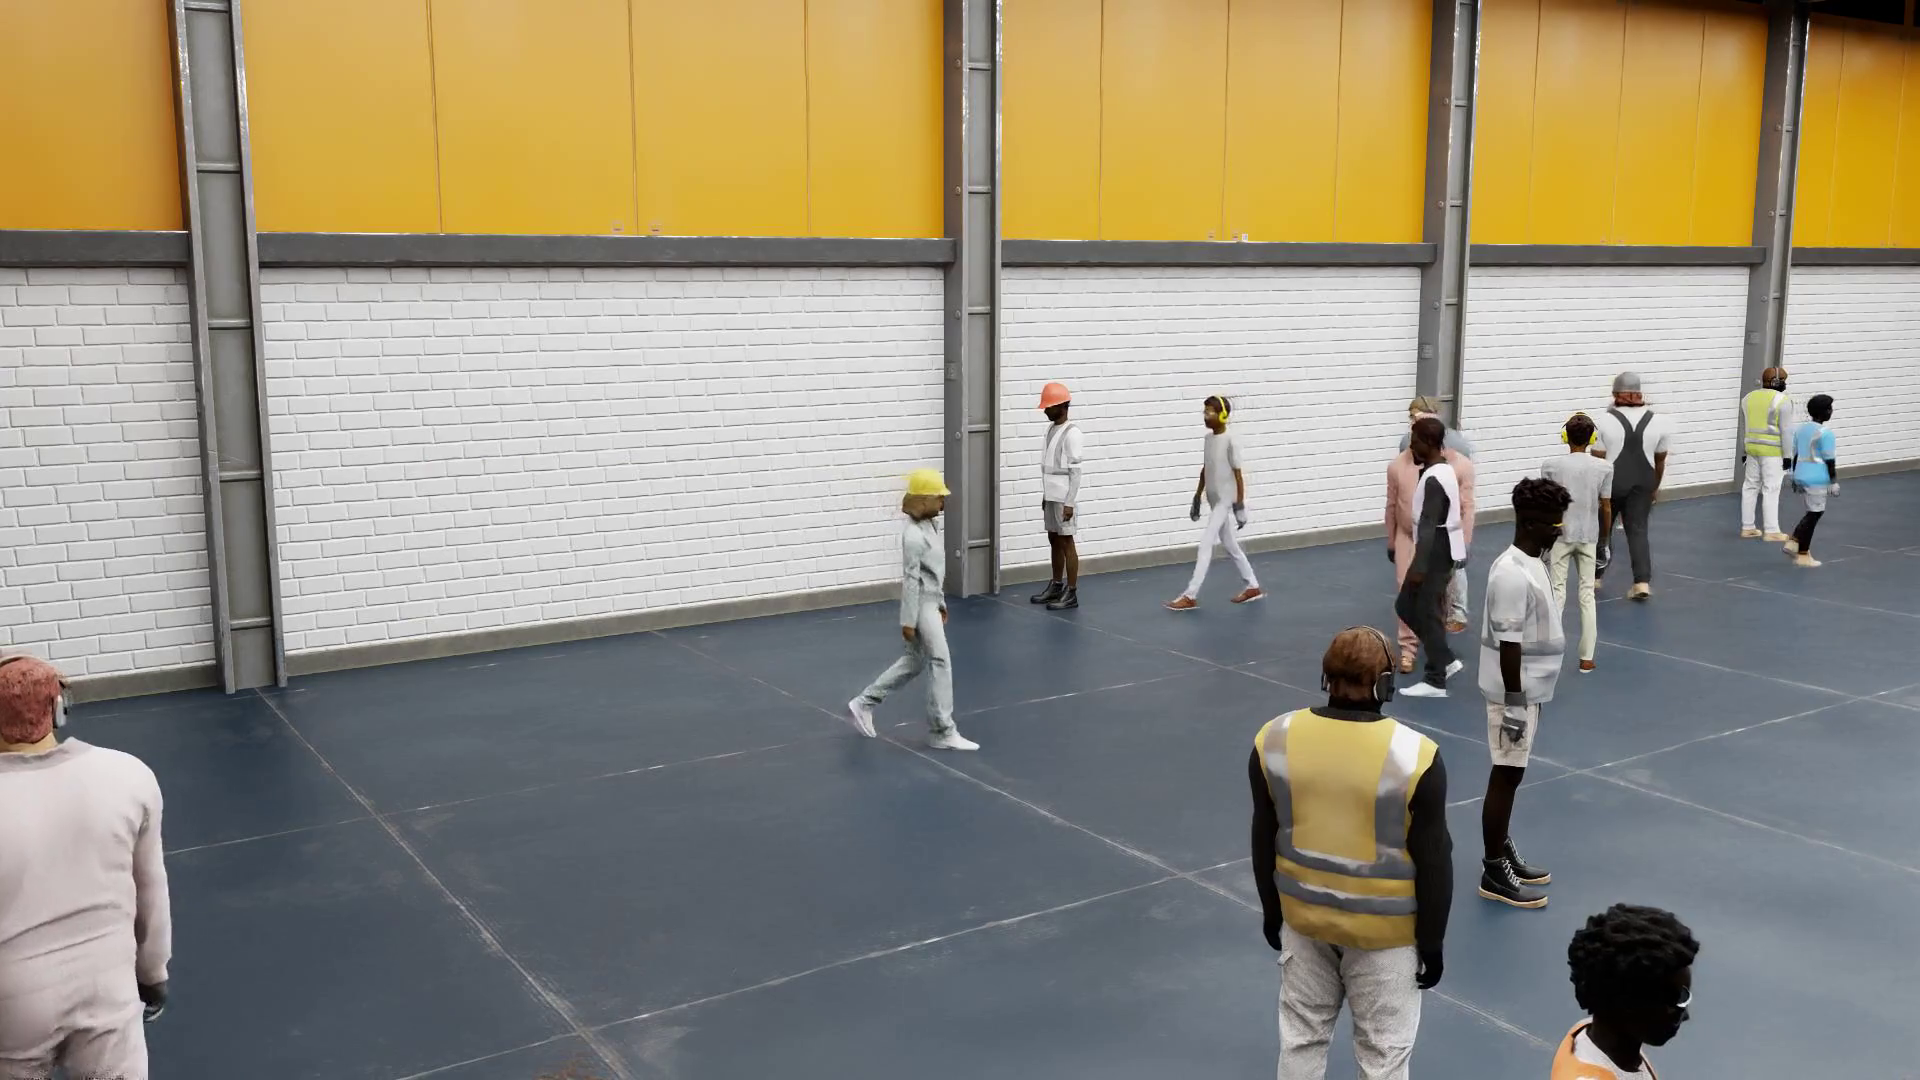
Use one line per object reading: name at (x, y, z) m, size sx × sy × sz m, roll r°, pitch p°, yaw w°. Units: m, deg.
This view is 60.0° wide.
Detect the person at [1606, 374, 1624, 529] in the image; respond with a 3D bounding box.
person at (7.126, -0.940, 18.114) m, size 0.870 × 1.726 × 0.543 m, roll -2°, pitch 10°, yaw -13°

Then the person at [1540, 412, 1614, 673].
person at (4.391, 0.020, 11.901) m, size 0.512 × 1.872 × 0.328 m, roll 2°, pitch 10°, yaw 12°

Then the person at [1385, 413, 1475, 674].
person at (3.426, -0.018, 12.160) m, size 0.636 × 1.862 × 0.982 m, roll 3°, pitch 10°, yaw 20°

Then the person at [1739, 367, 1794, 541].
person at (8.551, -0.912, 17.615) m, size 0.430 × 1.840 × 0.621 m, roll -4°, pitch 10°, yaw -21°

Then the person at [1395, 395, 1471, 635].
person at (3.702, -0.190, 13.124) m, size 0.597 × 1.902 × 0.636 m, roll -9°, pitch 13°, yaw -42°

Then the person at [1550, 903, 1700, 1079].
person at (1.264, 1.534, 3.300) m, size 0.321 × 1.696 × 0.530 m, roll 4°, pitch 10°, yaw 21°

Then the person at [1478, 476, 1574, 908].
person at (2.580, 0.680, 7.649) m, size 0.368 × 1.961 × 0.603 m, roll 4°, pitch 10°, yaw 24°

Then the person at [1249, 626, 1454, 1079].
person at (1.198, 1.168, 5.090) m, size 0.623 × 1.839 × 0.429 m, roll 6°, pitch 11°, yaw 33°

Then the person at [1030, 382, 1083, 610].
person at (0.824, -0.372, 14.088) m, size 0.368 × 1.929 × 0.542 m, roll -4°, pitch 10°, yaw -22°

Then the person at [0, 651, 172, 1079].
person at (-2.506, 1.239, 4.588) m, size 0.738 × 1.907 × 0.680 m, roll 8°, pitch 12°, yaw 40°

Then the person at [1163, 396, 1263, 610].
person at (2.199, -0.319, 14.133) m, size 0.982 × 1.818 × 0.541 m, roll -3°, pitch 10°, yaw -18°

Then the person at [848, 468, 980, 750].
person at (-0.295, 0.410, 10.005) m, size 0.766 × 1.721 × 0.486 m, roll 1°, pitch 9°, yaw 7°

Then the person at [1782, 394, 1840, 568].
person at (8.214, -0.559, 15.957) m, size 0.370 × 1.684 × 0.539 m, roll 0°, pitch 9°, yaw 2°

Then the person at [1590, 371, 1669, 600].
person at (5.851, -0.516, 14.617) m, size 0.695 × 2.000 × 1.022 m, roll 0°, pitch 9°, yaw 2°

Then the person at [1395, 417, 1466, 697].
person at (3.158, 0.125, 11.174) m, size 0.453 × 1.900 × 0.601 m, roll 2°, pitch 10°, yaw 11°
